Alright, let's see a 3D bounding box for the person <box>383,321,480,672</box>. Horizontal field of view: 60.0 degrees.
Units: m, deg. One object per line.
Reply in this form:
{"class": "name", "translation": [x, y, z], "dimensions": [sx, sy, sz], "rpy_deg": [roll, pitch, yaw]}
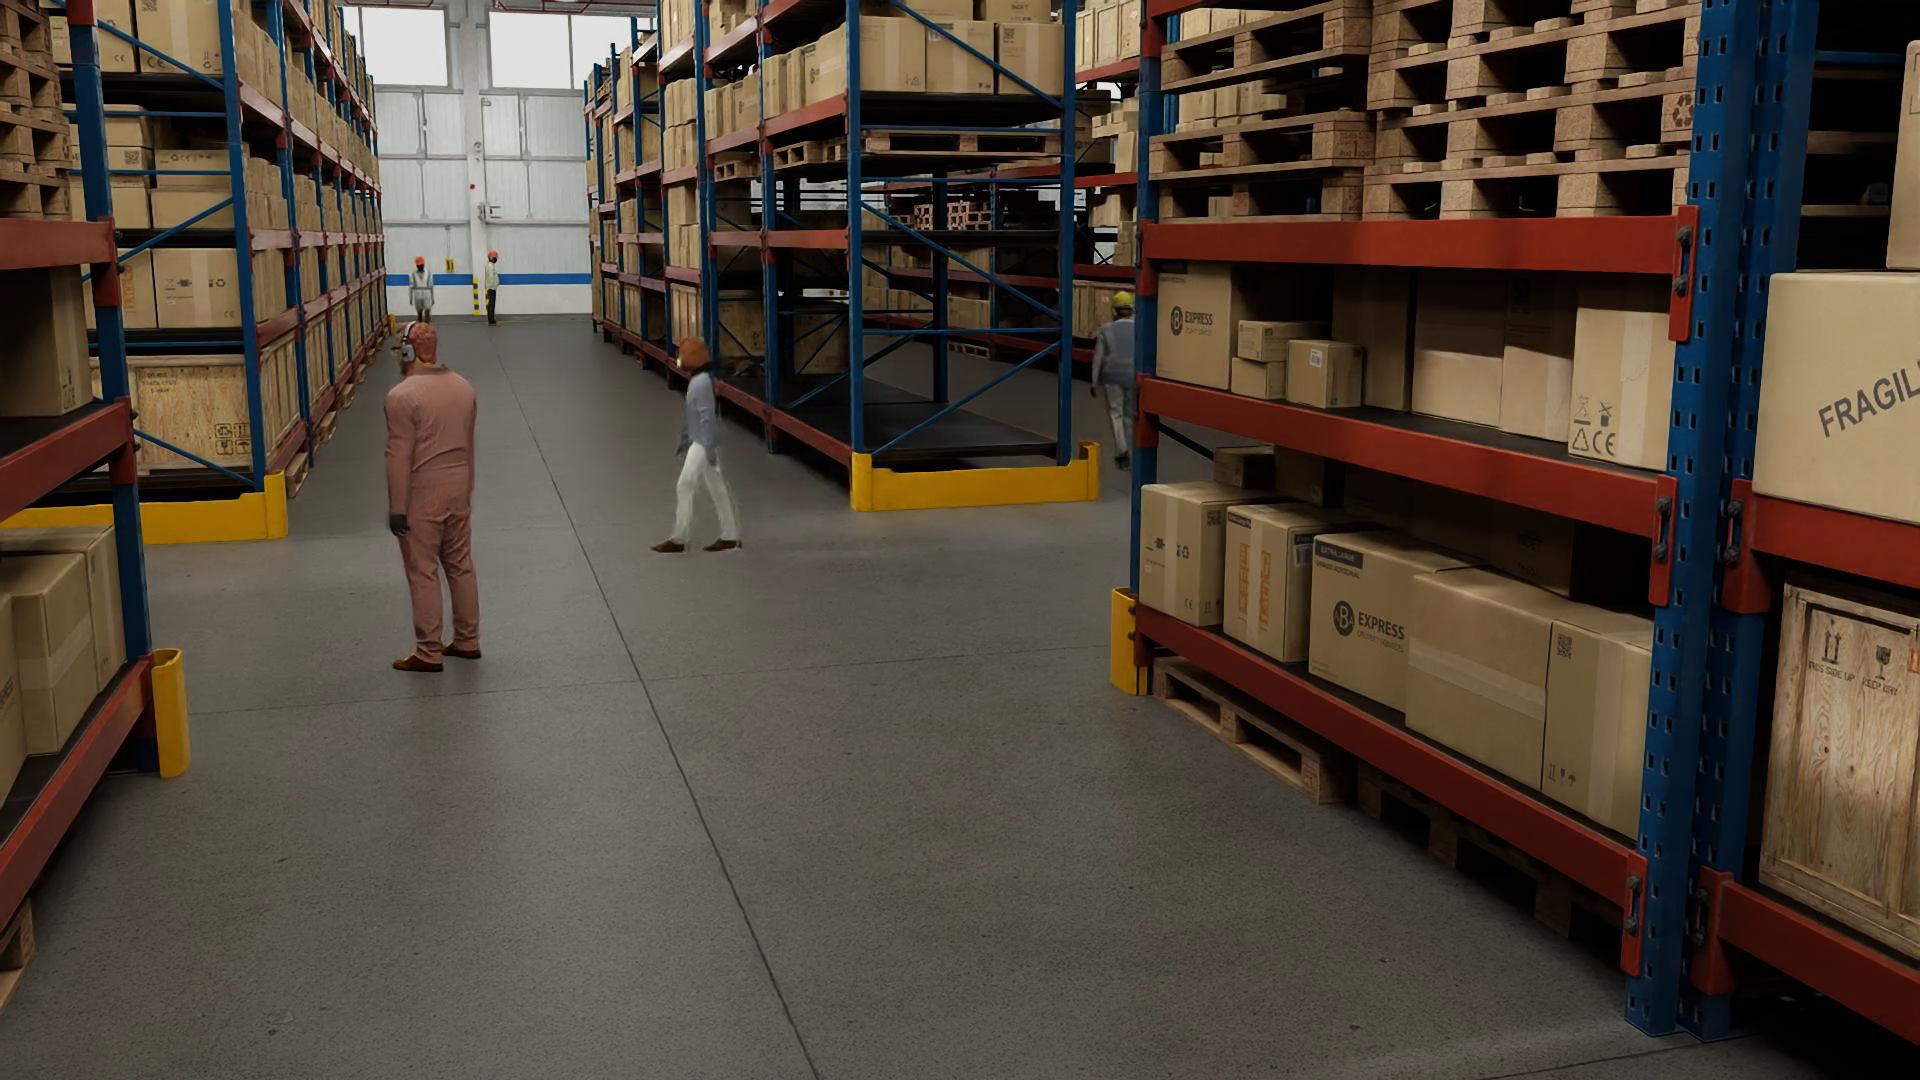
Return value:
{"class": "person", "translation": [-2.898, -0.236, 9.067], "dimensions": [0.398, 1.899, 0.649], "rpy_deg": [4, 11, 22]}

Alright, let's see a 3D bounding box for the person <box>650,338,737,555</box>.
{"class": "person", "translation": [-2.006, -0.686, 12.318], "dimensions": [0.738, 1.605, 0.514], "rpy_deg": [-1, 10, -8]}

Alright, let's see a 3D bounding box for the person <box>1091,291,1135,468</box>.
{"class": "person", "translation": [1.667, -1.630, 17.014], "dimensions": [0.597, 1.811, 0.827], "rpy_deg": [-2, 11, -13]}

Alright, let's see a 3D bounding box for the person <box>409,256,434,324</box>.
{"class": "person", "translation": [-12.709, -5.745, 39.275], "dimensions": [0.558, 1.904, 0.954], "rpy_deg": [-4, 11, -19]}

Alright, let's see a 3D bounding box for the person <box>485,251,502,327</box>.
{"class": "person", "translation": [-12.204, -6.555, 43.456], "dimensions": [0.394, 1.985, 0.609], "rpy_deg": [-4, 11, -19]}
